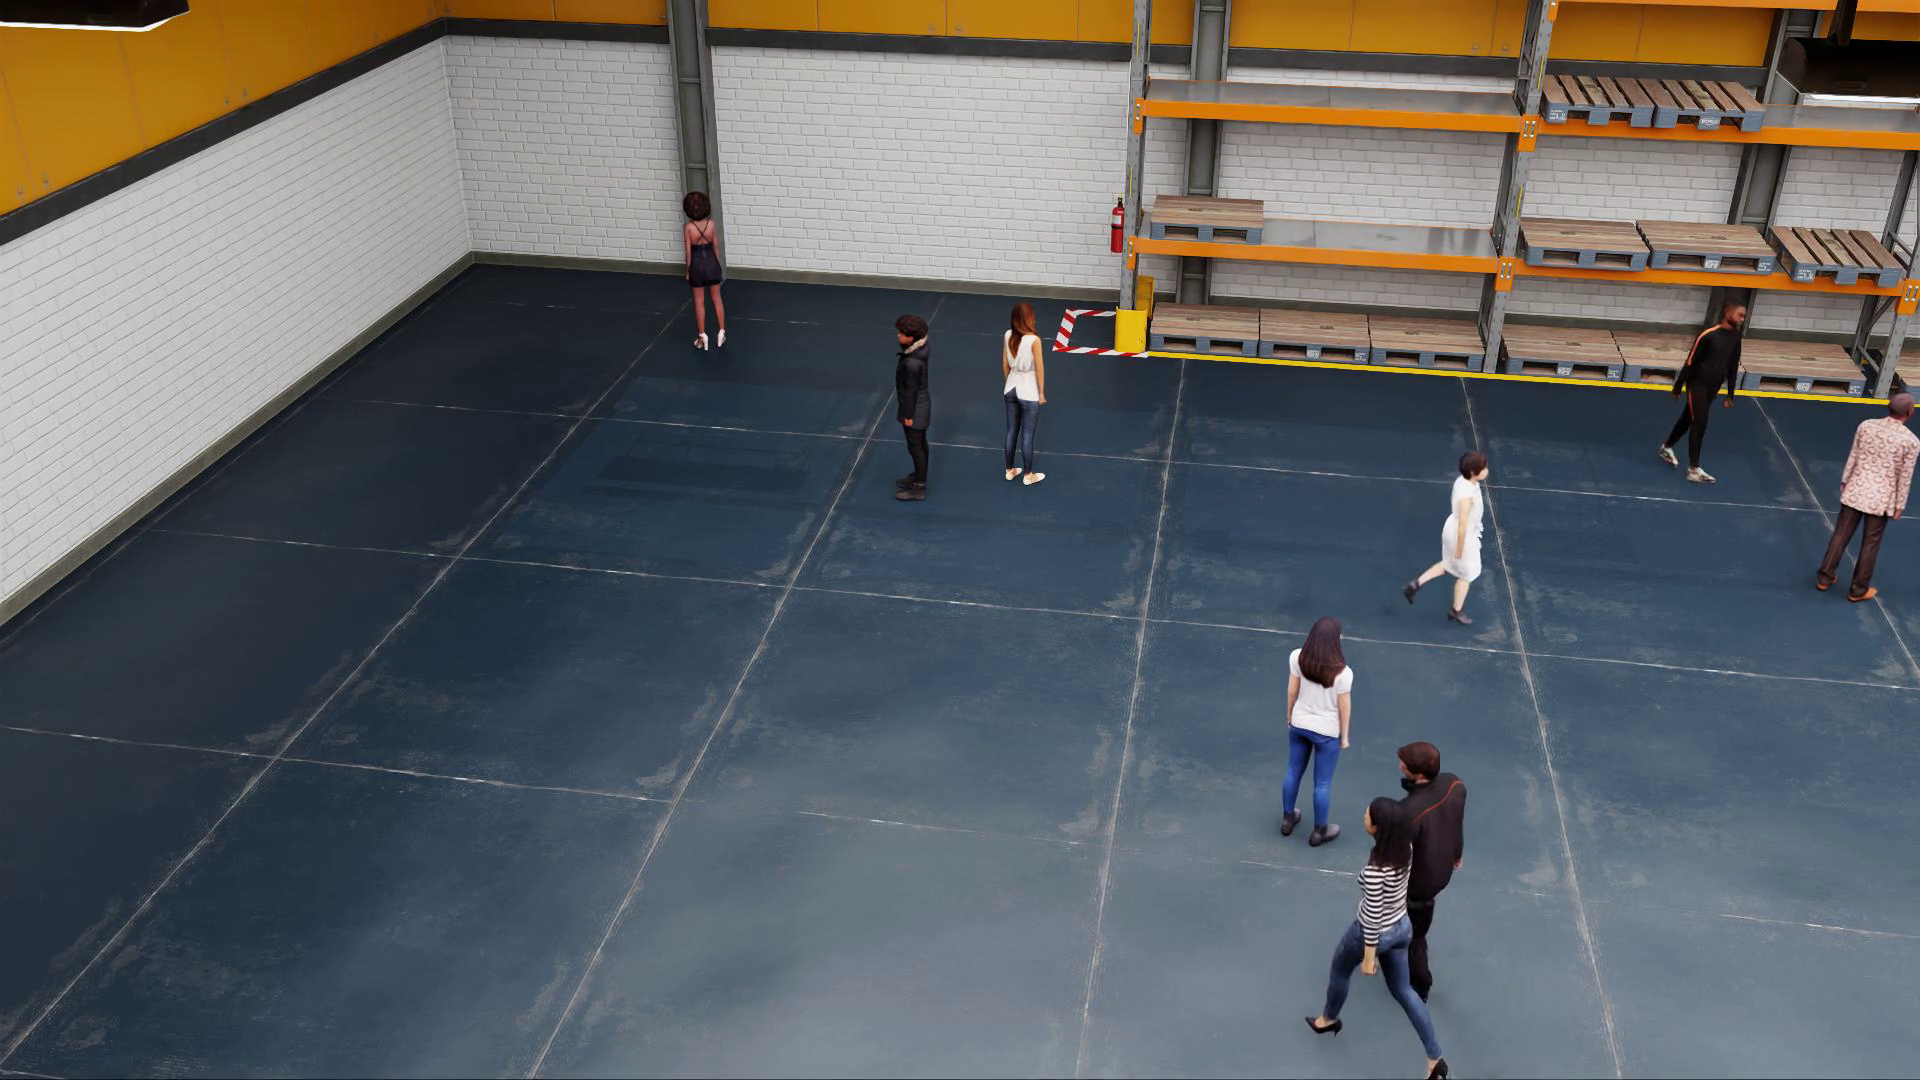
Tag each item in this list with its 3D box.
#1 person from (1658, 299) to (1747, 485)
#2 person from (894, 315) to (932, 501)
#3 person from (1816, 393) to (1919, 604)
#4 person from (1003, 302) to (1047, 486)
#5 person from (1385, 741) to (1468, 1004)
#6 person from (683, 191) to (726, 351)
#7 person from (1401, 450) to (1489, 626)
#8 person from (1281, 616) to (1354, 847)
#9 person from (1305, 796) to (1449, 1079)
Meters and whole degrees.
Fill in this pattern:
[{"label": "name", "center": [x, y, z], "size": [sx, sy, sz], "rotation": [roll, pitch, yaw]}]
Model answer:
[{"label": "person", "center": [6.913, -1.464, 15.653], "size": [1.084, 1.769, 1.035], "rotation": [-7, 29, -13]}, {"label": "person", "center": [-0.405, -1.226, 15.210], "size": [0.590, 1.775, 0.615], "rotation": [3, 29, 6]}, {"label": "person", "center": [7.436, -0.360, 13.595], "size": [0.855, 1.802, 0.783], "rotation": [-20, 35, -32]}, {"label": "person", "center": [0.572, -1.360, 15.446], "size": [0.607, 1.785, 0.722], "rotation": [20, 34, 32]}, {"label": "person", "center": [2.659, 1.934, 9.381], "size": [0.875, 1.810, 0.900], "rotation": [-21, 35, -33]}, {"label": "person", "center": [-2.835, -2.978, 18.407], "size": [0.647, 1.788, 0.725], "rotation": [-14, 32, -24]}, {"label": "person", "center": [3.907, -0.013, 13.238], "size": [0.840, 1.535, 0.610], "rotation": [3, 29, 5]}, {"label": "person", "center": [2.303, 1.242, 10.781], "size": [0.632, 1.684, 0.744], "rotation": [22, 36, 35]}, {"label": "person", "center": [2.337, 2.205, 8.944], "size": [1.018, 1.751, 1.199], "rotation": [-25, 38, -38]}]
